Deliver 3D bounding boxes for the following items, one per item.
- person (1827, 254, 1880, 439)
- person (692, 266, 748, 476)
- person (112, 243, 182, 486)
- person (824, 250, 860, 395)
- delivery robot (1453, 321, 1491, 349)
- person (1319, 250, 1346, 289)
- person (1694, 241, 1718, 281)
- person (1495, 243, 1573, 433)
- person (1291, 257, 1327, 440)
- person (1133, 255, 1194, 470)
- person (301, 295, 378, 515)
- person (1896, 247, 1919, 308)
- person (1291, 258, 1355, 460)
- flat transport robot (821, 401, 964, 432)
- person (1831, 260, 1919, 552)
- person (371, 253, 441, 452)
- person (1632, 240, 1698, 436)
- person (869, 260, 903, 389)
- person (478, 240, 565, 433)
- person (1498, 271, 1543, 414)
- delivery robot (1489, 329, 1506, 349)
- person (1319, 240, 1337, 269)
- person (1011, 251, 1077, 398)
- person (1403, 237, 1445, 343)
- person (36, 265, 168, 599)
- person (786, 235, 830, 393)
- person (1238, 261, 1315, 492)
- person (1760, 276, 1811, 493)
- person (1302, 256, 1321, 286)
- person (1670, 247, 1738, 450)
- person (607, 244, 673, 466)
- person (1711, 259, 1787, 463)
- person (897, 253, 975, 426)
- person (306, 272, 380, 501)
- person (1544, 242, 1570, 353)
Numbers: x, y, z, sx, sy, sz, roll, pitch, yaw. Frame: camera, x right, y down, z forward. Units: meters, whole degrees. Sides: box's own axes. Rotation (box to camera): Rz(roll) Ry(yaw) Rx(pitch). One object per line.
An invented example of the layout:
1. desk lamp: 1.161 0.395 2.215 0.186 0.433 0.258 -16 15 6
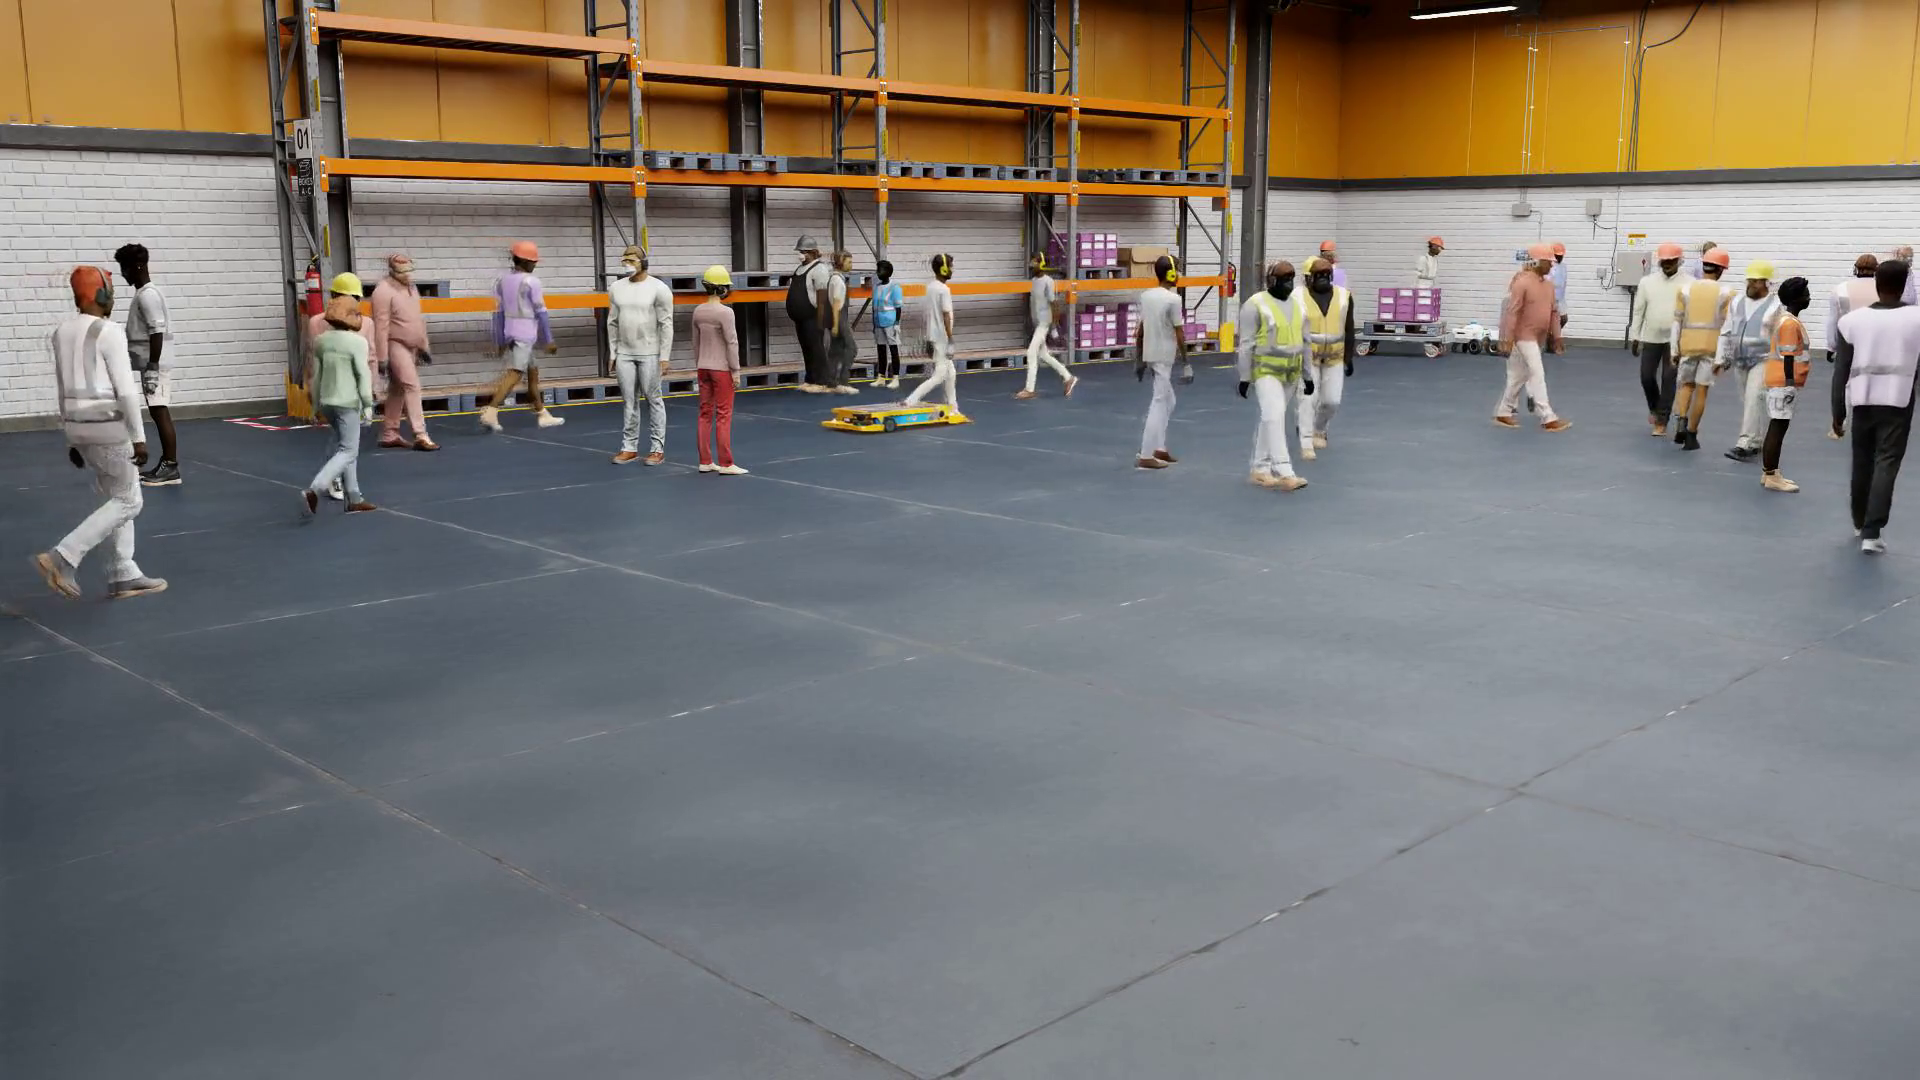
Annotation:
1. person: 8.932 -1.909 16.508 0.626 1.842 0.429 5 11 25
2. person: -2.045 -1.428 14.084 0.529 1.768 0.312 9 14 41
3. person: -6.591 -1.420 13.508 0.391 1.957 0.613 -5 12 -25
4. person: -1.472 -2.739 21.057 0.574 1.824 0.520 -2 11 -11
5. delivery robot: 8.796 -3.515 28.509 0.477 0.478 0.707 -7 12 -32
6. person: 5.535 -3.461 25.090 0.575 1.801 0.956 1 10 6
7. person: 12.314 -3.955 27.439 0.452 1.922 0.636 8 13 38
8. person: 5.968 -2.092 17.238 0.620 1.941 1.001 -8 13 -38
9. person: 3.473 -1.889 16.488 0.595 1.799 0.787 1 10 5
10. person: 1.806 -1.529 14.417 0.658 1.843 0.504 -5 12 -26
11. person: -4.474 -0.946 11.896 0.532 1.600 0.683 6 12 28
12. person: 13.778 -3.364 24.400 0.653 1.854 0.990 -8 13 -39
13. person: 3.248 -1.641 15.104 0.667 1.823 0.521 -1 10 -3
14. flat transport robot: -0.702 -1.311 17.524 1.431 0.197 0.652 -10 14 -42
15. person: 6.020 -0.878 10.835 0.609 1.861 1.023 8 13 37
16. person: -5.183 -1.751 15.593 0.813 1.855 0.630 1 10 6
17. person: 7.177 -2.054 16.915 0.633 1.977 0.624 7 12 32
18. person: -0.975 -2.851 22.029 0.535 1.697 0.321 10 14 44
19. person: -4.599 -2.109 17.235 0.600 1.994 1.085 9 14 39
20. person: 6.324 -2.210 18.723 0.522 1.620 0.411 0 10 0
21. delivery robot: 9.280 -3.413 27.955 0.707 0.478 0.477 6 12 28
22. person: 6.288 -4.189 28.667 0.377 1.938 0.547 -7 12 -33
23. person: 1.069 -2.686 20.765 0.860 1.841 0.521 -3 11 -18
24. person: 8.659 -4.668 31.139 0.713 1.992 0.672 9 14 41
25. person: -4.774 -0.566 9.121 0.606 1.865 0.650 7 12 33
26. person: -1.983 -2.929 21.516 0.535 2.000 0.680 -6 12 -28
27. person: 2.595 -1.283 13.154 0.654 1.811 0.848 -7 12 -33
28. person: 6.562 -1.232 13.203 0.317 1.696 0.537 4 11 22
29. person: 6.517 -4.367 30.457 0.522 1.638 0.310 2 11 13
30. person: 7.023 -1.803 15.710 0.552 1.911 0.428 8 13 38
31. person: -2.825 -1.623 14.673 0.627 1.940 0.370 4 11 20
32. person: 7.036 -1.596 14.897 0.845 1.796 0.610 -6 12 -29
33. person: -0.256 -2.116 17.650 0.849 1.842 0.521 -4 11 -21
34. person: -4.724 -1.174 12.751 0.480 1.734 0.541 8 13 38
35. person: 10.219 -4.151 28.554 0.555 1.904 0.442 -4 11 -23
